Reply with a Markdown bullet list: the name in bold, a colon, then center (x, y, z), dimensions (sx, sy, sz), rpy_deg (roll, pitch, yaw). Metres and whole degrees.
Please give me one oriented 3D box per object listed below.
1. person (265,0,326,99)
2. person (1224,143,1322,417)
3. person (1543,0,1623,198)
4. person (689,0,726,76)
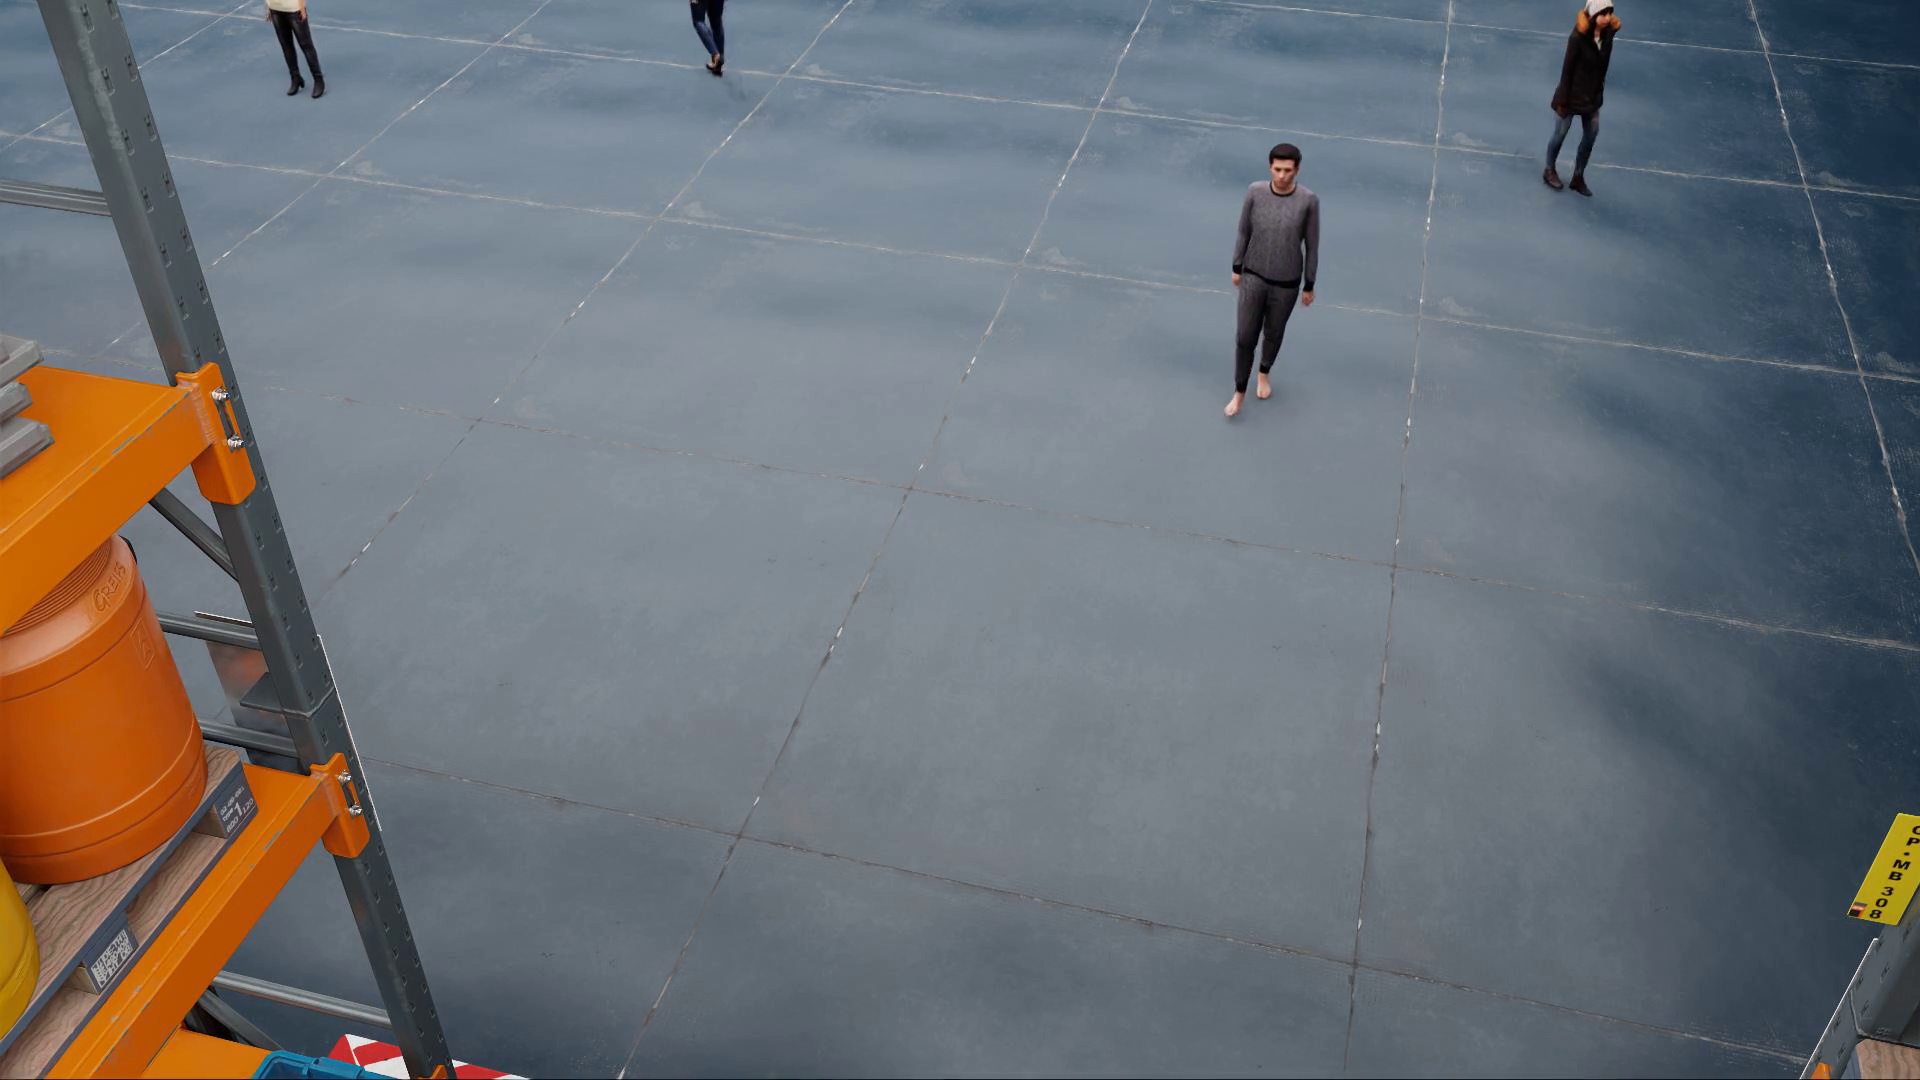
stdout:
- **person**: center (-6.013, -4.761, 14.870), dimensions (0.589, 1.587, 0.462), rpy_deg (10, 39, 13)
- **person**: center (2.046, -1.763, 10.840), dimensions (0.705, 1.829, 0.808), rpy_deg (9, 39, 11)
- **person**: center (4.939, -3.610, 13.372), dimensions (0.828, 1.620, 0.895), rpy_deg (-11, 39, -14)
- **person**: center (-2.252, -5.018, 15.097), dimensions (0.826, 1.711, 0.880), rpy_deg (-21, 43, -25)
